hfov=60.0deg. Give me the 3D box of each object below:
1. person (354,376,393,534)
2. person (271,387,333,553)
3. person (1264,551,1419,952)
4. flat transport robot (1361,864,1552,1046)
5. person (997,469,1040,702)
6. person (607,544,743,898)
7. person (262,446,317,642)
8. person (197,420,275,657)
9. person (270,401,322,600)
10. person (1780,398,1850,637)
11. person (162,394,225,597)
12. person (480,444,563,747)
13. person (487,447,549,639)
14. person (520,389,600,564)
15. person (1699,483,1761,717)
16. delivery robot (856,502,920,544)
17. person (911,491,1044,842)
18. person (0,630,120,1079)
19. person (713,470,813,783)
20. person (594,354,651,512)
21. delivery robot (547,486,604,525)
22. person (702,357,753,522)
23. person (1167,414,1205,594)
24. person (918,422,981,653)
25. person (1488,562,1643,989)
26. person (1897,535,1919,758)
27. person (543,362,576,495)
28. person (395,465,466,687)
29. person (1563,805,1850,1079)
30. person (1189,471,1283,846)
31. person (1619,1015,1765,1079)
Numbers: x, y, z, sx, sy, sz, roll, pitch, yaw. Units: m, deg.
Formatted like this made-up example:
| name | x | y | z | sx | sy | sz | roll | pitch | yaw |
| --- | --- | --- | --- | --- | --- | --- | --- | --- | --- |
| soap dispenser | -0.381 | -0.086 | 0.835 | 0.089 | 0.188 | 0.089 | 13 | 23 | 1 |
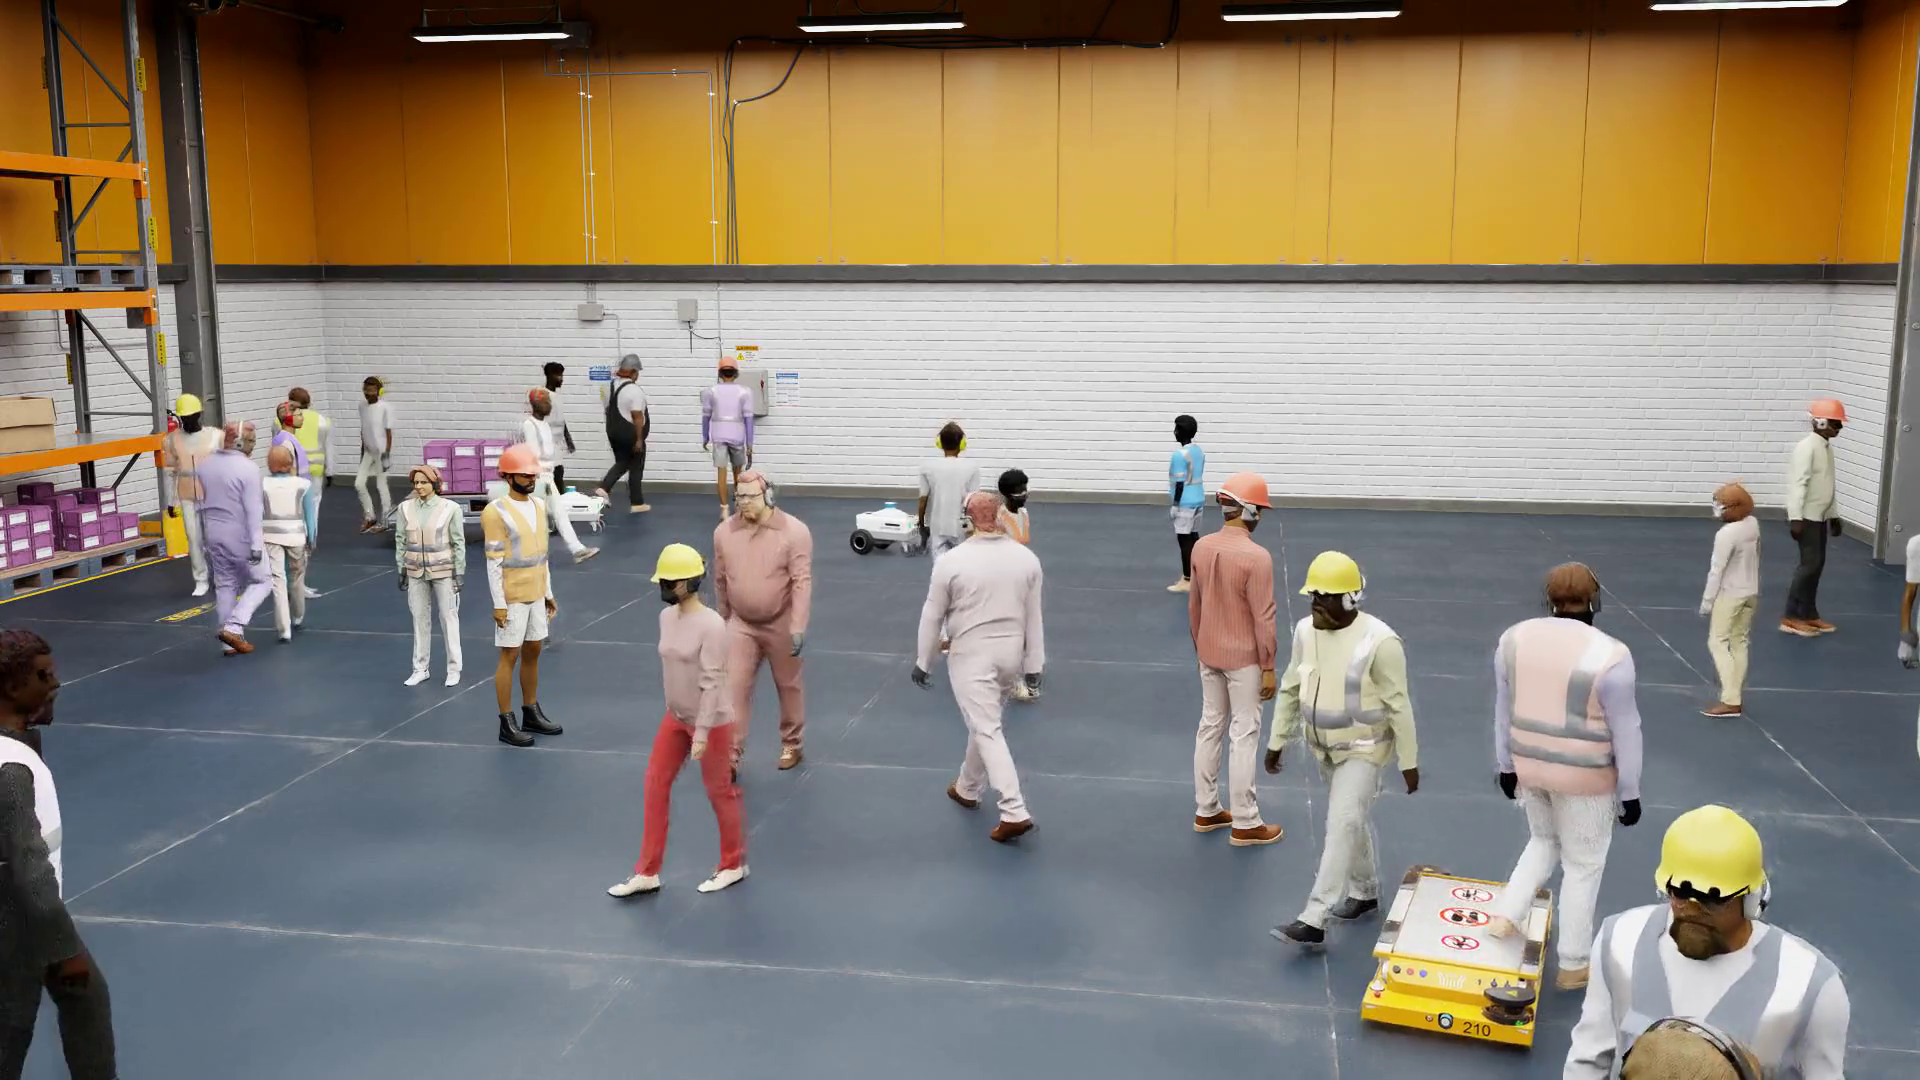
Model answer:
| name | x | y | z | sx | sy | sz | roll | pitch | yaw |
| --- | --- | --- | --- | --- | --- | --- | --- | --- | --- |
| person | -6.793 | -0.976 | 19.232 | 0.551 | 1.841 | 0.568 | 4 | 10 | 25 |
| person | -7.083 | -0.746 | 17.944 | 0.632 | 1.814 | 0.881 | -6 | 11 | -33 |
| person | 1.671 | 0.942 | 7.511 | 0.885 | 1.787 | 0.645 | -6 | 11 | -32 |
| flat transport robot | 2.182 | 1.749 | 7.190 | 0.652 | 0.197 | 1.431 | 4 | 10 | 22 |
| person | 0.354 | 0.312 | 11.833 | 0.674 | 1.648 | 0.548 | 4 | 10 | 21 |
| person | -1.363 | 0.894 | 7.974 | 0.527 | 1.740 | 0.770 | 8 | 12 | 42 |
| person | -5.641 | 0.014 | 13.850 | 0.529 | 1.591 | 0.858 | -4 | 10 | -24 |
| person | -5.678 | -0.007 | 13.071 | 0.680 | 1.885 | 0.427 | 4 | 10 | 24 |
| person | -6.208 | -0.369 | 15.448 | 0.386 | 1.849 | 0.566 | -5 | 10 | -26 |
| person | 7.180 | -0.197 | 13.962 | 0.438 | 1.980 | 0.667 | 9 | 13 | 43 |
| person | -7.132 | -0.421 | 15.577 | 0.612 | 1.909 | 0.429 | -1 | 9 | -8 |
| person | -2.813 | 0.346 | 10.742 | 0.359 | 1.939 | 0.543 | 4 | 10 | 26 |
| person | -3.575 | 0.051 | 13.523 | 0.518 | 1.617 | 0.545 | -6 | 11 | -32 |
| person | -4.256 | -0.626 | 17.094 | 0.989 | 1.827 | 0.583 | 2 | 9 | 10 |
| person | 5.286 | 0.409 | 11.369 | 0.593 | 1.616 | 0.344 | -6 | 11 | -35 |
| delivery robot | -0.753 | -0.165 | 17.899 | 0.707 | 0.478 | 0.477 | 5 | 10 | 26 |
| person | 0.151 | 0.668 | 9.055 | 0.649 | 1.854 | 1.017 | -5 | 11 | -30 |
| person | -2.934 | 1.220 | 5.445 | 0.815 | 1.892 | 0.611 | -5 | 11 | -31 |
| person | -1.195 | 0.524 | 9.884 | 0.661 | 1.863 | 0.967 | 2 | 9 | 11 |
| person | -4.231 | -1.352 | 20.958 | 0.707 | 2.000 | 0.707 | 8 | 12 | 40 |
| delivery robot | -4.485 | -0.377 | 19.214 | 0.707 | 0.478 | 0.477 | -1 | 9 | -4 |
| person | -2.860 | -1.250 | 20.482 | 0.637 | 1.981 | 1.039 | -1 | 9 | -5 |
| person | 2.139 | -0.340 | 15.740 | 0.317 | 1.695 | 0.540 | 5 | 11 | 30 |
| person | -0.074 | -0.045 | 13.520 | 0.554 | 1.818 | 0.957 | 1 | 9 | 5 |
| person | 2.552 | 1.002 | 7.041 | 0.471 | 1.820 | 0.641 | -6 | 11 | -32 |
| person | 5.754 | 0.560 | 9.681 | 0.536 | 1.853 | 0.538 | 3 | 10 | 19 |
| person | -4.966 | -1.223 | 20.540 | 0.871 | 1.911 | 0.628 | 0 | 9 | 1 |
| person | -3.876 | 0.261 | 12.192 | 0.523 | 1.640 | 0.304 | 1 | 9 | 6 |
| person | 1.695 | 1.507 | 3.928 | 0.689 | 1.804 | 0.608 | -9 | 13 | -44 |
| person | 1.475 | 0.624 | 8.866 | 0.391 | 1.986 | 0.609 | -6 | 11 | -32 |
| person | 1.158 | 1.661 | 2.652 | 0.493 | 1.926 | 0.634 | -6 | 11 | -31 |
